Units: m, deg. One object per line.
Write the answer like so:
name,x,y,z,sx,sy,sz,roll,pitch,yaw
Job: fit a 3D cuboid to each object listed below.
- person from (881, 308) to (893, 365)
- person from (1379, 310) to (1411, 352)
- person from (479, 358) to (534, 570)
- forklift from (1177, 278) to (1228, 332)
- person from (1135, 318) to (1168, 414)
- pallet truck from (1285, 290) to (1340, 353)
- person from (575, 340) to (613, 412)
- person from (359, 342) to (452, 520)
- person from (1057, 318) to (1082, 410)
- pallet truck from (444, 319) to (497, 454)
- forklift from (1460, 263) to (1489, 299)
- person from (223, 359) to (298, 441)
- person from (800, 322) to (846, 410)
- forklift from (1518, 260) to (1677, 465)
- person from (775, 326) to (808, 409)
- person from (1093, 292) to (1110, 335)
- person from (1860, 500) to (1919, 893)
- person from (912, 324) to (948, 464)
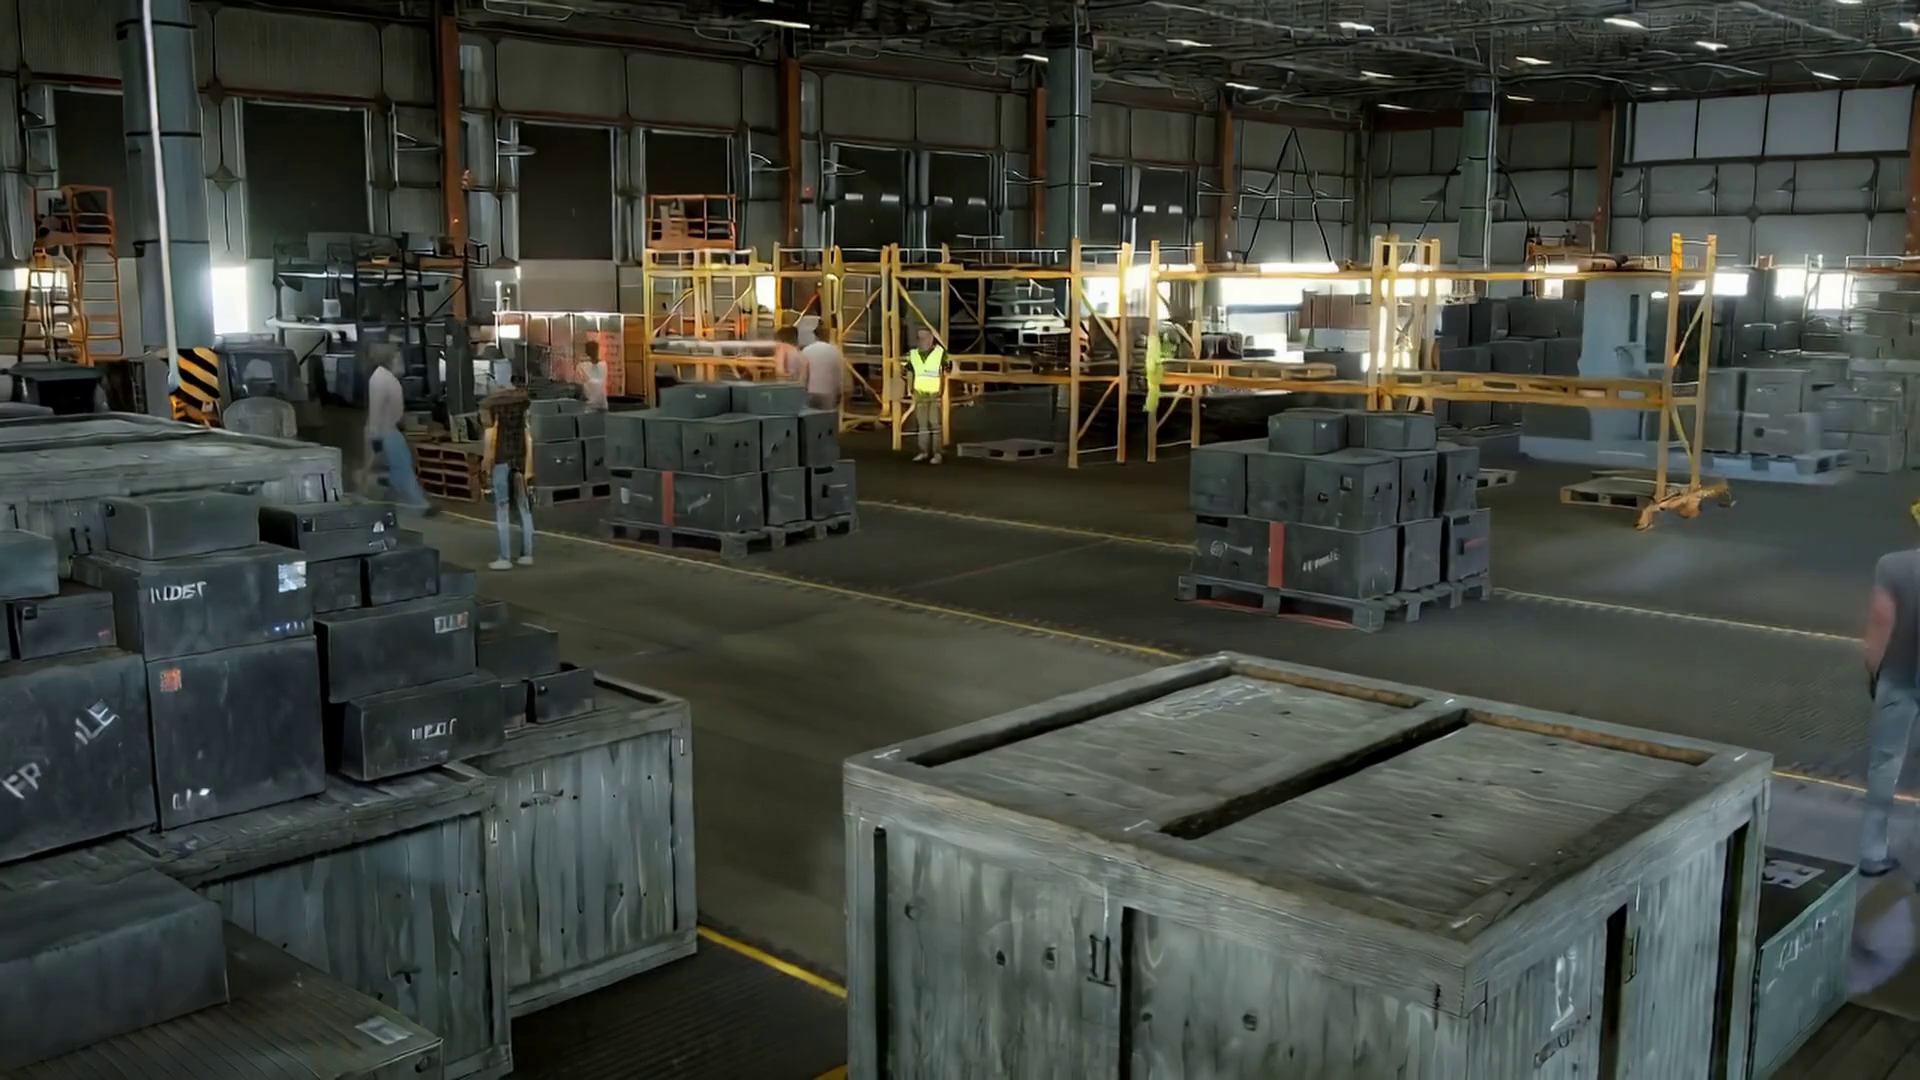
person,-1.938,-5.329,44.045,0.314,1.634,0.515,1,9,9
person,8.853,-3.772,33.884,0.597,1.838,0.997,3,10,16
person,-4.022,-0.669,14.737,0.514,1.873,0.329,-9,13,-42
forklift,6.522,-6.401,46.791,1.873,2.768,1.129,9,13,43
person,3.536,-3.235,30.710,0.516,1.792,0.977,8,12,41
pallet truck,11.297,-6.951,52.861,1.885,1.965,0.823,-5,11,-29
person,-5.092,-1.930,23.076,0.559,1.703,0.419,-9,13,-44
person,-5.926,-1.132,17.517,1.023,1.882,0.659,-2,9,-12
person,2.070,-3.326,31.445,0.486,1.737,0.323,-2,9,-11
pallet truck,-6.981,-1.942,22.150,1.885,1.965,0.823,1,9,9
forklift,14.264,-6.317,46.273,1.873,2.768,1.129,-2,10,-15
person,-5.726,-0.524,13.706,0.586,1.920,0.398,-1,9,-6
person,-1.894,-2.046,23.016,0.649,1.920,0.466,2,9,11
forklift,8.874,-2.519,22.989,1.873,2.768,1.129,9,13,43
person,-2.637,-2.356,25.335,0.888,1.802,0.612,-6,11,-33
person,4.373,-6.680,51.418,0.544,1.930,0.389,1,9,6
person,4.151,0.623,7.140,0.328,1.765,0.528,-4,10,-25
person,-0.406,-2.001,22.804,0.584,1.911,0.391,7,12,37
